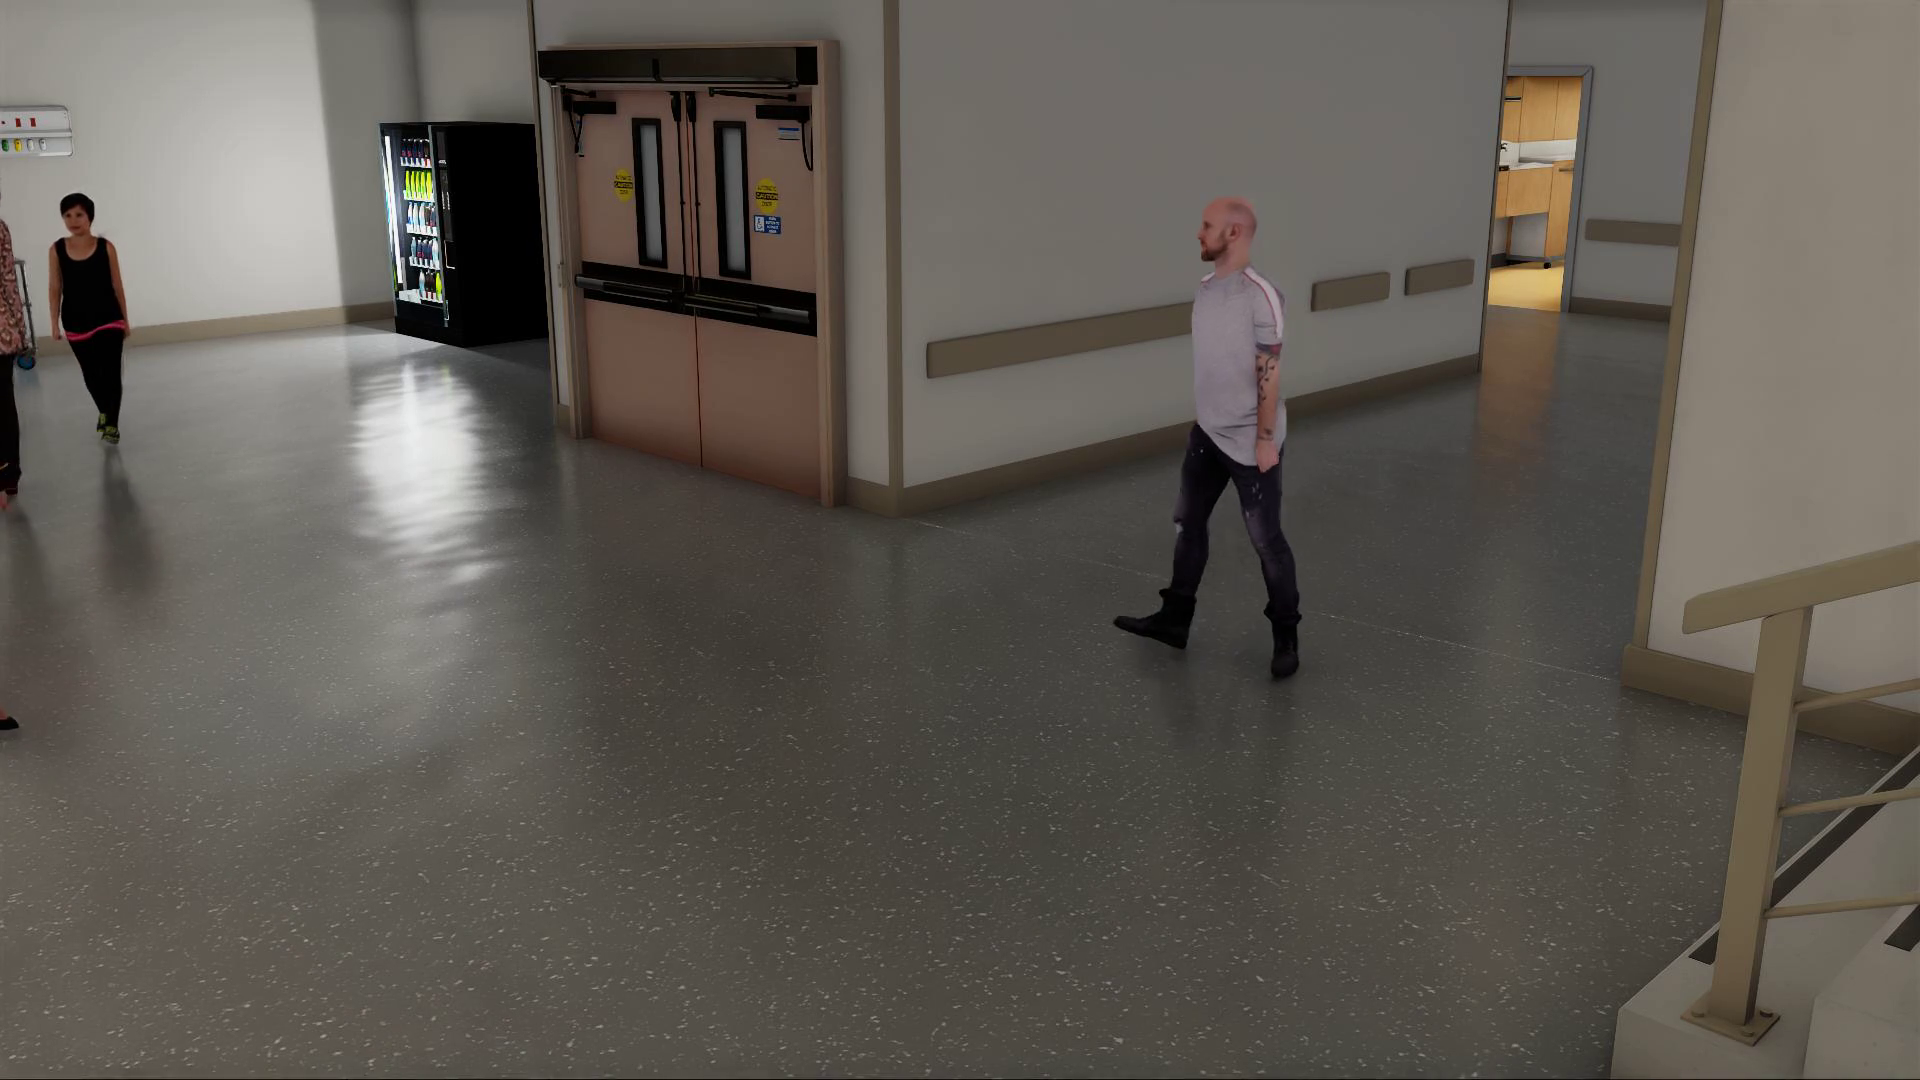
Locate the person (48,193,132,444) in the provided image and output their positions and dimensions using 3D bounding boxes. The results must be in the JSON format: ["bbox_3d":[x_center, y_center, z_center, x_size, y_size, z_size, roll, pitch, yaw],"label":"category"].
[{"bbox_3d":[-5.418,-1.372,10.408,0.875,1.514,1.101,-5,16,-17],"label":"person"}]

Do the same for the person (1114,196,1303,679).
[{"bbox_3d":[1.122,-0.396,6.399,1.038,1.812,0.946,-8,18,-27],"label":"person"}]

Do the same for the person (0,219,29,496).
[{"bbox_3d":[-5.207,-1.070,8.845,0.937,1.781,0.690,15,22,43],"label":"person"}]

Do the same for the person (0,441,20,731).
[{"bbox_3d":[-3.588,-0.126,5.724,0.888,1.658,0.816,9,18,28],"label":"person"}]
